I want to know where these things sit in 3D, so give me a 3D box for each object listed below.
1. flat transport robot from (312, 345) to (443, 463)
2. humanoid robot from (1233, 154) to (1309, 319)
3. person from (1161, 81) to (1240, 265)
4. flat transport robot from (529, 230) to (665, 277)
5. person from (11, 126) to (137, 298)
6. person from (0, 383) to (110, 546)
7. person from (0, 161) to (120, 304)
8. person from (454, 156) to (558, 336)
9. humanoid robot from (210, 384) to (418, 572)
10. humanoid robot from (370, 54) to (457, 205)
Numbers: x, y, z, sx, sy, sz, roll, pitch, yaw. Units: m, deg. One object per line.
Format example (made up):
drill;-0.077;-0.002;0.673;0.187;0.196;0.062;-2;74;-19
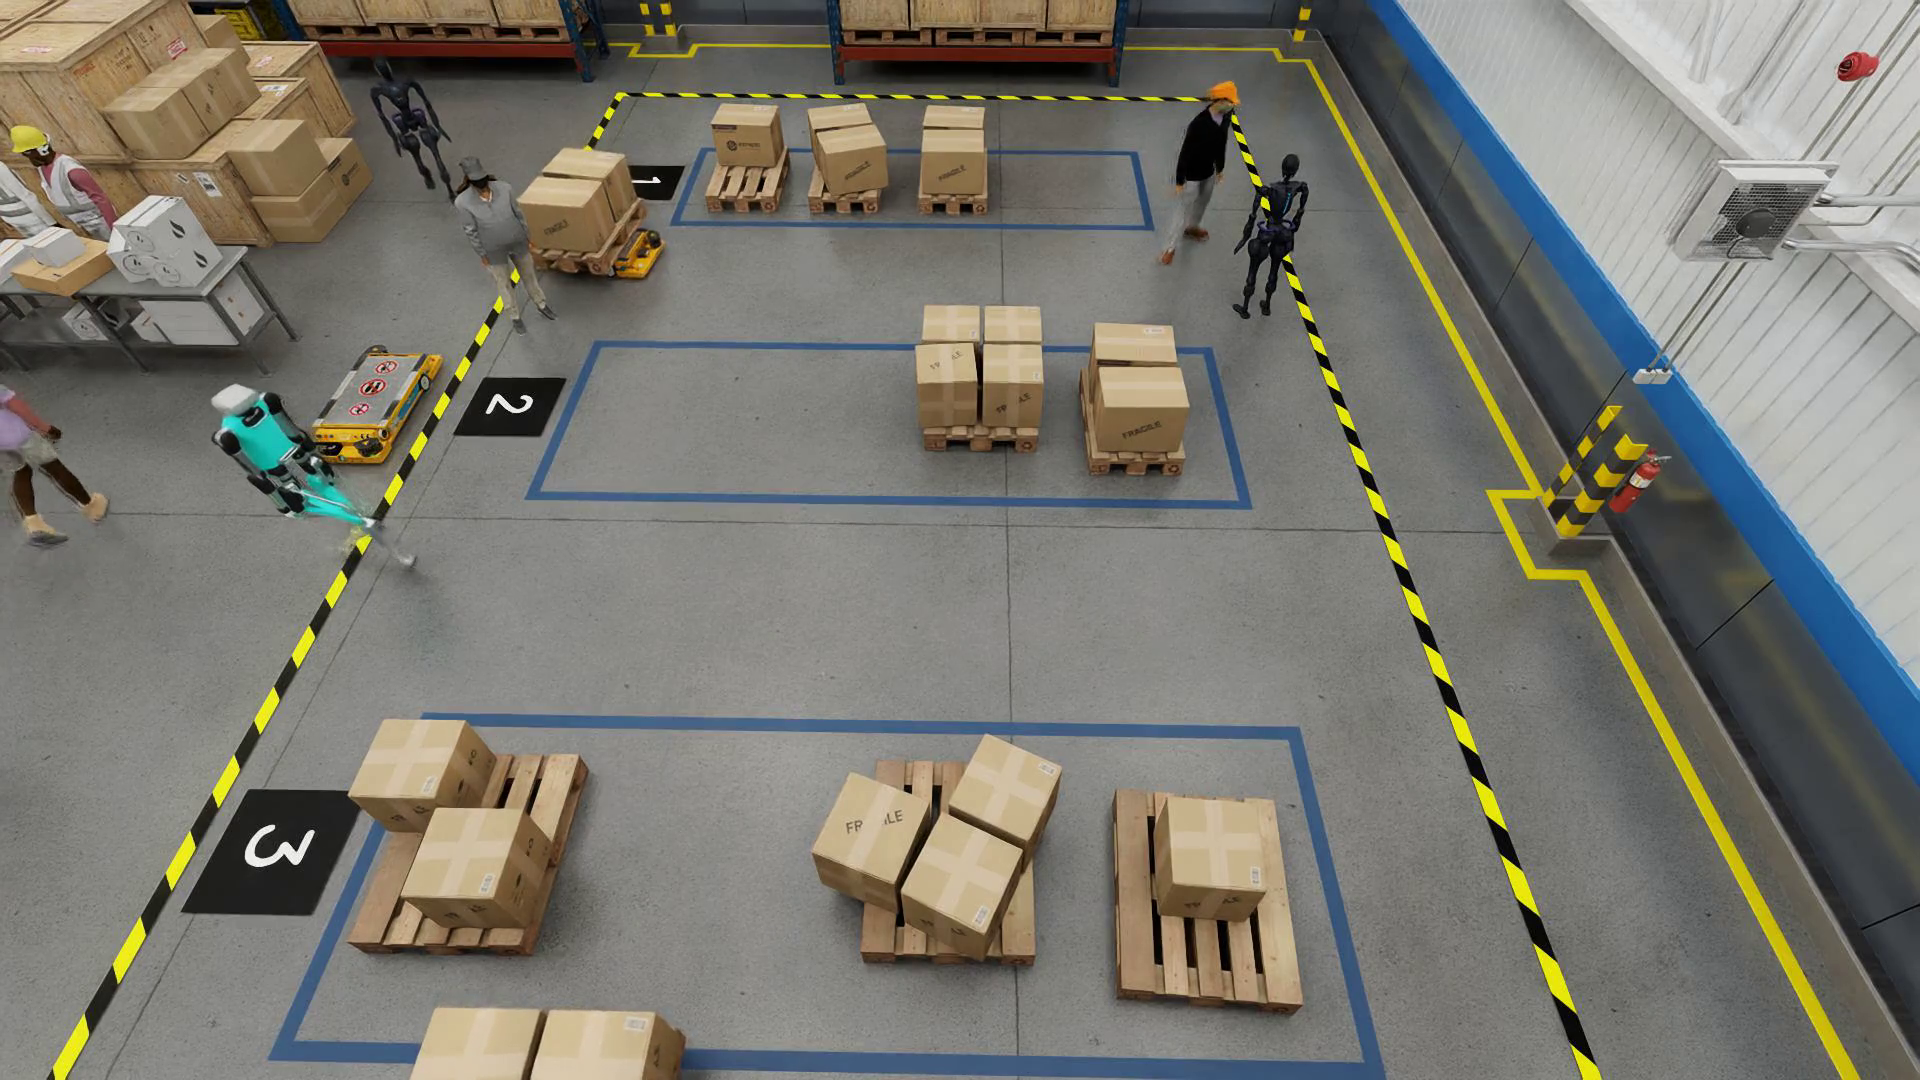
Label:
flat transport robot;-5.383;-1.269;8.441;0.659;0.231;1.431;1;50;1
humanoid robot;3.011;-2.935;8.920;0.599;1.655;0.315;-6;50;-5
person;2.495;-3.831;9.581;0.844;1.849;0.409;-37;59;-27
flat transport robot;-4.052;-3.193;10.050;1.431;0.197;0.652;6;50;5
person;-8.539;-3.174;9.028;0.599;1.829;0.404;19;52;15
person;-7.246;-0.754;6.860;0.640;2.017;0.637;-18;52;-15
person;-9.136;-3.166;8.988;0.578;1.882;0.343;12;51;10
person;-4.366;-2.829;8.775;0.564;1.769;0.394;-36;58;-26
humanoid robot;-4.600;-0.361;6.755;1.049;1.784;0.530;9;50;8
humanoid robot;-6.188;-4.686;10.423;0.595;1.636;0.623;-25;54;-20
